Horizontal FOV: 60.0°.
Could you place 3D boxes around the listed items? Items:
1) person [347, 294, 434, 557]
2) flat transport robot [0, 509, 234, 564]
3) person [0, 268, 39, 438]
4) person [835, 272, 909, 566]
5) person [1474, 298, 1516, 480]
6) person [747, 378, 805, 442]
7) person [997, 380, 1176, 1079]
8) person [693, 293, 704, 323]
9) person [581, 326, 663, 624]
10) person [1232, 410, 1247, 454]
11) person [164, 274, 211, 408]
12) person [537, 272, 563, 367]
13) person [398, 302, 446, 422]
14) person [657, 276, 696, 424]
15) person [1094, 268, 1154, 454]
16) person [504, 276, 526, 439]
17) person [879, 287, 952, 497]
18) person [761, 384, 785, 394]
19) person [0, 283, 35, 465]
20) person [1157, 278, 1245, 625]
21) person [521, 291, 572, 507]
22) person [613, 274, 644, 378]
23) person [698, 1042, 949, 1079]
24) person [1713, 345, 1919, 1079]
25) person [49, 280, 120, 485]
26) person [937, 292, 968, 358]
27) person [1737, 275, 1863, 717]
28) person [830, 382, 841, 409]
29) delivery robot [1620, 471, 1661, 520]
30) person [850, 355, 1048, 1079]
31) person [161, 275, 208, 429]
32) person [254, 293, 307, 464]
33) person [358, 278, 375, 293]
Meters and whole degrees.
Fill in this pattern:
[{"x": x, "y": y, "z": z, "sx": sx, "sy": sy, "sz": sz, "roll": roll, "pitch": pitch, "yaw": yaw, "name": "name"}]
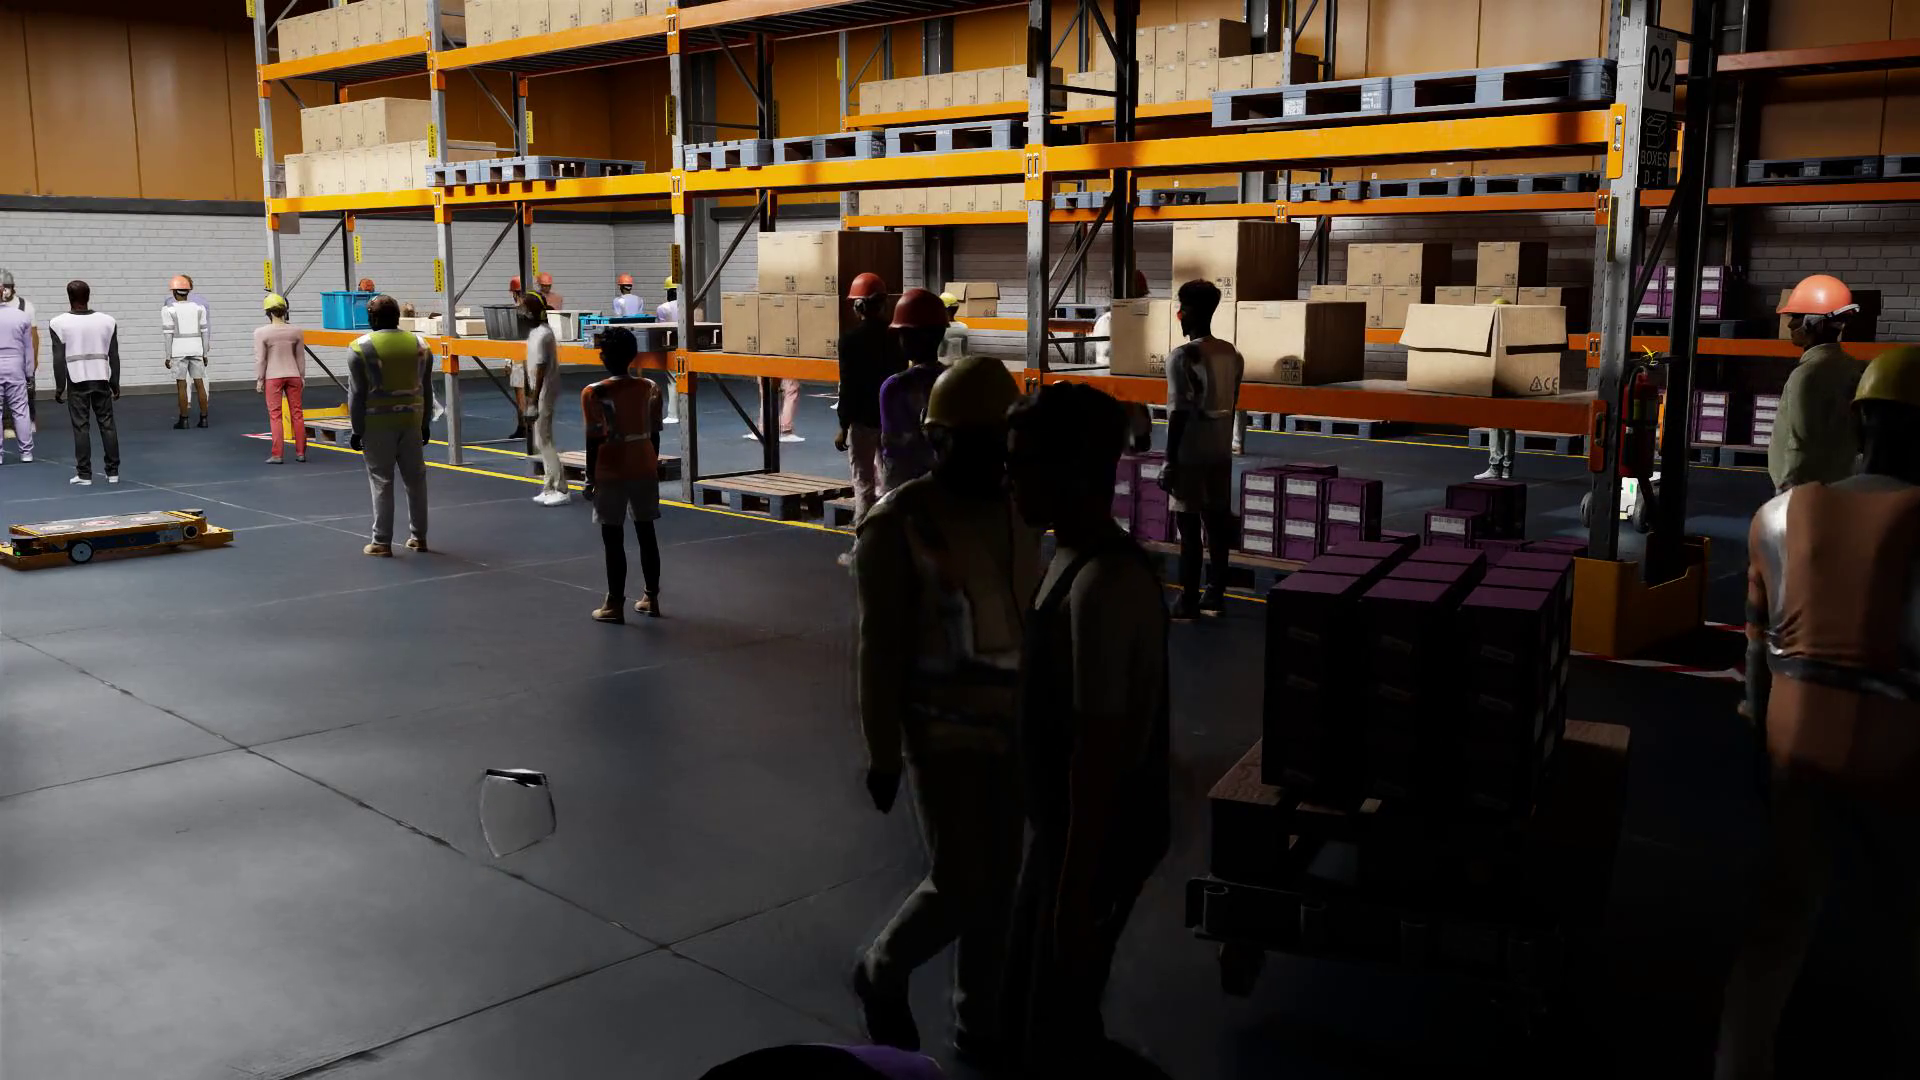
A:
[{"x": -4.022, "y": -0.802, "z": 11.737, "sx": 0.429, "sy": 1.844, "sz": 0.627, "roll": 9, "pitch": 13, "yaw": 43, "name": "person"}, {"x": -6.031, "y": -0.036, "z": 11.842, "sx": 0.652, "sy": 0.197, "sz": 1.431, "roll": 9, "pitch": 13, "yaw": 44, "name": "flat transport robot"}, {"x": -11.353, "y": -2.221, "z": 19.828, "sx": 0.680, "sy": 2.000, "sz": 0.542, "roll": -6, "pitch": 11, "yaw": -32, "name": "person"}, {"x": -0.600, "y": -0.811, "z": 11.319, "sx": 0.376, "sy": 1.997, "sz": 0.612, "roll": 9, "pitch": 13, "yaw": 43, "name": "person"}, {"x": 5.177, "y": -1.444, "z": 15.975, "sx": 0.292, "sy": 1.745, "sz": 0.487, "roll": 9, "pitch": 13, "yaw": 43, "name": "person"}, {"x": -2.118, "y": -2.069, "z": 19.458, "sx": 0.805, "sy": 1.865, "sz": 0.436, "roll": 4, "pitch": 10, "yaw": 23, "name": "person"}, {"x": 0.297, "y": 0.601, "z": 3.227, "sx": 0.646, "sy": 1.816, "sz": 0.536, "roll": 0, "pitch": 9, "yaw": -1, "name": "person"}, {"x": -4.616, "y": -3.421, "z": 28.465, "sx": 0.516, "sy": 1.623, "sz": 0.419, "roll": -6, "pitch": 11, "yaw": -35, "name": "person"}, {"x": -1.930, "y": -0.371, "z": 9.534, "sx": 0.318, "sy": 1.699, "sz": 0.535, "roll": 9, "pitch": 13, "yaw": 43, "name": "person"}, {"x": 2.917, "y": -1.824, "z": 18.006, "sx": 0.429, "sy": 1.844, "sz": 0.627, "roll": 9, "pitch": 13, "yaw": 43, "name": "person"}, {"x": -11.237, "y": -2.888, "z": 24.231, "sx": 0.372, "sy": 1.940, "sz": 0.632, "roll": 9, "pitch": 13, "yaw": 43, "name": "person"}, {"x": -6.803, "y": -3.429, "z": 27.431, "sx": 0.637, "sy": 1.968, "sz": 0.451, "roll": -7, "pitch": 11, "yaw": -35, "name": "person"}, {"x": -7.125, "y": -2.311, "z": 21.736, "sx": 0.828, "sy": 1.603, "sz": 0.516, "roll": -9, "pitch": 13, "yaw": -44, "name": "person"}, {"x": -3.720, "y": -2.482, "z": 21.774, "sx": 0.363, "sy": 1.928, "sz": 0.587, "roll": 9, "pitch": 13, "yaw": 43, "name": "person"}, {"x": 1.306, "y": -1.179, "z": 13.496, "sx": 0.624, "sy": 2.031, "sz": 0.557, "roll": -7, "pitch": 12, "yaw": -38, "name": "person"}, {"x": -5.139, "y": -2.135, "z": 19.610, "sx": 0.351, "sy": 1.941, "sz": 0.545, "roll": 9, "pitch": 13, "yaw": 43, "name": "person"}, {"x": -0.162, "y": -0.139, "z": 7.374, "sx": 0.351, "sy": 1.941, "sz": 0.545, "roll": 9, "pitch": 13, "yaw": 43, "name": "person"}, {"x": -2.974, "y": -3.288, "z": 26.687, "sx": 0.372, "sy": 1.940, "sz": 0.632, "roll": 9, "pitch": 13, "yaw": 43, "name": "person"}, {"x": -9.911, "y": -1.721, "z": 17.177, "sx": 0.410, "sy": 1.909, "sz": 0.643, "roll": 9, "pitch": 13, "yaw": 43, "name": "person"}, {"x": 1.357, "y": -0.501, "z": 9.506, "sx": 0.367, "sy": 1.967, "sz": 0.606, "roll": 9, "pitch": 13, "yaw": 43, "name": "person"}, {"x": -3.545, "y": -1.199, "z": 14.216, "sx": 0.369, "sy": 1.836, "sz": 0.653, "roll": -1, "pitch": 9, "yaw": -8, "name": "person"}, {"x": -5.335, "y": -3.290, "z": 26.702, "sx": 0.354, "sy": 1.939, "sz": 0.545, "roll": 9, "pitch": 13, "yaw": 43, "name": "person"}, {"x": -0.218, "y": 0.945, "z": 1.005, "sx": 0.389, "sy": 1.848, "sz": 0.567, "roll": 9, "pitch": 13, "yaw": 43, "name": "person"}, {"x": 2.054, "y": 0.490, "z": 3.784, "sx": 1.031, "sy": 1.865, "sz": 0.619, "roll": -7, "pitch": 12, "yaw": -37, "name": "person"}, {"x": -8.197, "y": -1.476, "z": 15.629, "sx": 0.392, "sy": 1.922, "sz": 0.593, "roll": 9, "pitch": 13, "yaw": 43, "name": "person"}, {"x": -0.123, "y": -1.795, "z": 18.052, "sx": 0.306, "sy": 1.770, "sz": 0.525, "roll": 9, "pitch": 13, "yaw": 43, "name": "person"}, {"x": 3.788, "y": -0.177, "z": 7.437, "sx": 0.376, "sy": 1.995, "sz": 0.612, "roll": 9, "pitch": 13, "yaw": 43, "name": "person"}, {"x": -1.642, "y": -2.839, "z": 24.030, "sx": 0.410, "sy": 1.909, "sz": 0.643, "roll": 9, "pitch": 13, "yaw": 43, "name": "person"}, {"x": 5.244, "y": -0.413, "z": 12.999, "sx": 0.477, "sy": 0.478, "sz": 0.707, "roll": 9, "pitch": 13, "yaw": 44, "name": "delivery robot"}, {"x": 0.013, "y": 0.451, "z": 4.116, "sx": 0.429, "sy": 1.816, "sz": 0.600, "roll": 8, "pitch": 12, "yaw": 41, "name": "person"}, {"x": -9.782, "y": -2.364, "z": 21.014, "sx": 0.351, "sy": 1.941, "sz": 0.545, "roll": 9, "pitch": 13, "yaw": 43, "name": "person"}, {"x": -7.052, "y": -1.667, "z": 17.273, "sx": 0.306, "sy": 1.770, "sz": 0.525, "roll": 9, "pitch": 13, "yaw": 43, "name": "person"}, {"x": -8.673, "y": -2.894, "z": 24.436, "sx": 0.355, "sy": 1.884, "sz": 0.576, "roll": 9, "pitch": 13, "yaw": 43, "name": "person"}]
